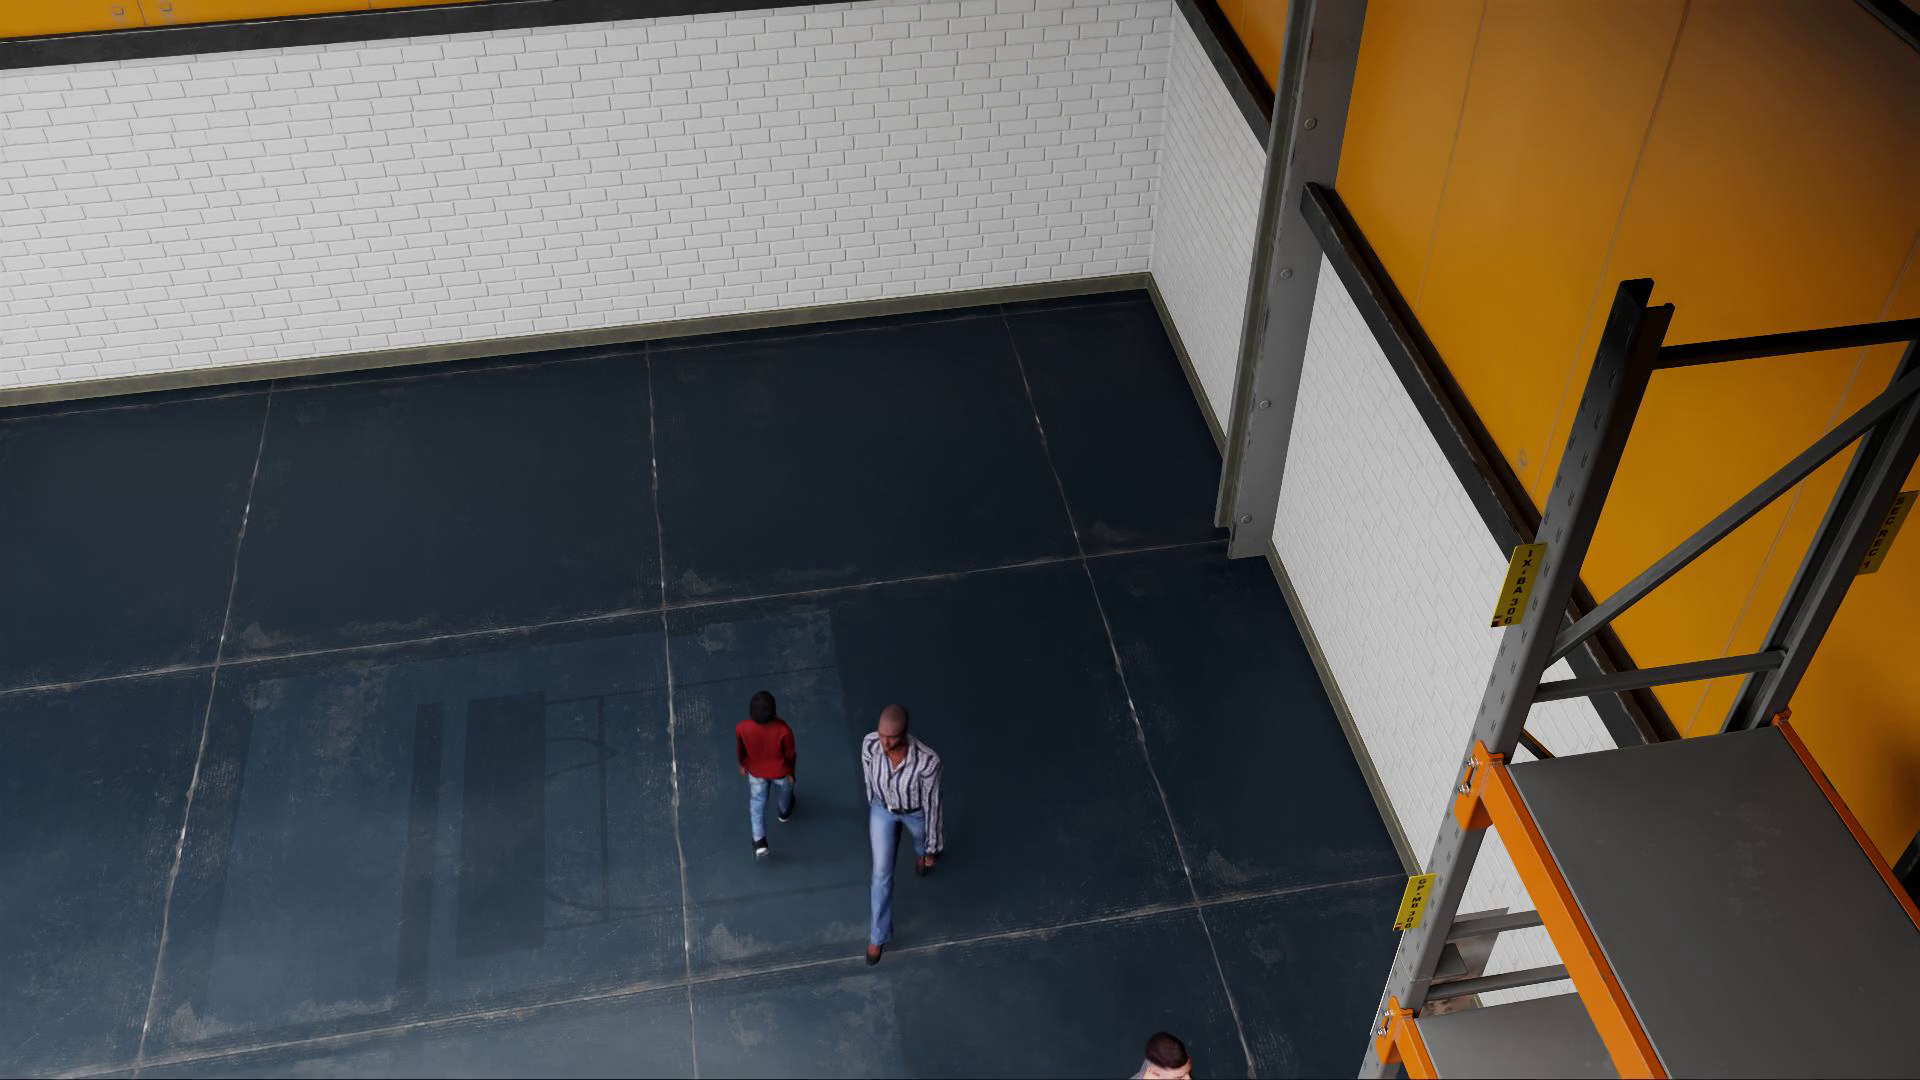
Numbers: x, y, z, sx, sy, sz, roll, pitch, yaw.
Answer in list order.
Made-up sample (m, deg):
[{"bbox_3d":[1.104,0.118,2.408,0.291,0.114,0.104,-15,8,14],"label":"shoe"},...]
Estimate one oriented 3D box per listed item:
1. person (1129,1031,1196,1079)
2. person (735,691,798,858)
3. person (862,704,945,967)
[{"bbox_3d":[0.900,2.854,7.908,0.769,1.842,0.714,30,51,27],"label":"person"},{"bbox_3d":[-1.133,1.371,9.775,0.607,1.239,0.847,2,44,2],"label":"person"},{"bbox_3d":[-0.275,1.481,9.298,1.006,1.737,1.279,11,45,12],"label":"person"}]
